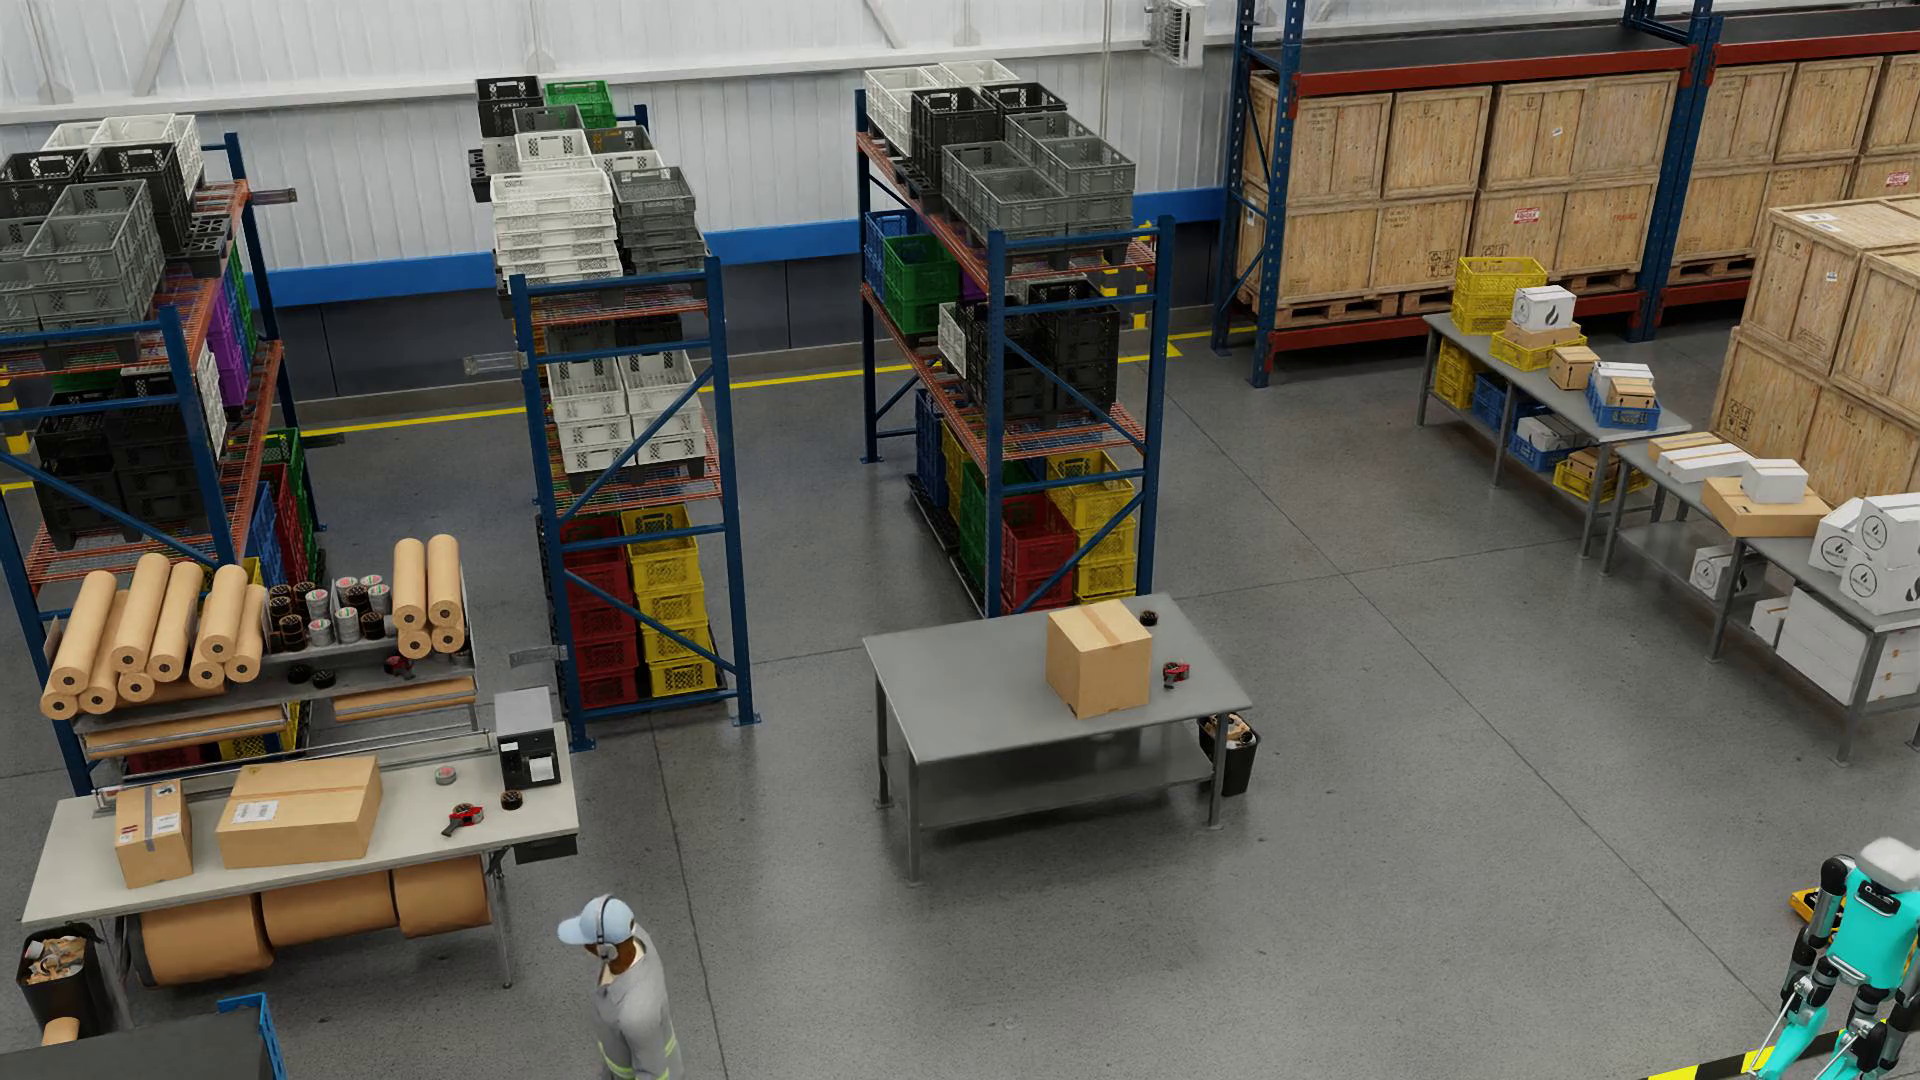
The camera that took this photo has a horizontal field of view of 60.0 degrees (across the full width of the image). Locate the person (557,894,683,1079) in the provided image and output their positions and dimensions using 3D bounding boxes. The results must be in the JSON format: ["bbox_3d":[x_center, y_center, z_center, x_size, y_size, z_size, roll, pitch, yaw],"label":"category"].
[{"bbox_3d":[-1.305,2.144,6.621,0.404,1.848,0.589,-8,30,-15],"label":"person"}]

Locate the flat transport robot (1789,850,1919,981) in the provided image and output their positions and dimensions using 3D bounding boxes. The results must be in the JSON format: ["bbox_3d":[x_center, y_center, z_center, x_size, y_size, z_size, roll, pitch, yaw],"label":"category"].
[{"bbox_3d":[5.163,1.916,8.676,1.431,0.231,0.659,-8,30,-14],"label":"flat transport robot"}]

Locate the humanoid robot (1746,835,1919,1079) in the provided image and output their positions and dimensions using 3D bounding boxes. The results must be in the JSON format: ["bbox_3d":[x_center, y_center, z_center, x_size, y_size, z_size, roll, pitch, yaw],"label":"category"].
[{"bbox_3d":[3.504,2.015,6.827,0.735,1.681,0.533,-16,33,-27],"label":"humanoid robot"}]
